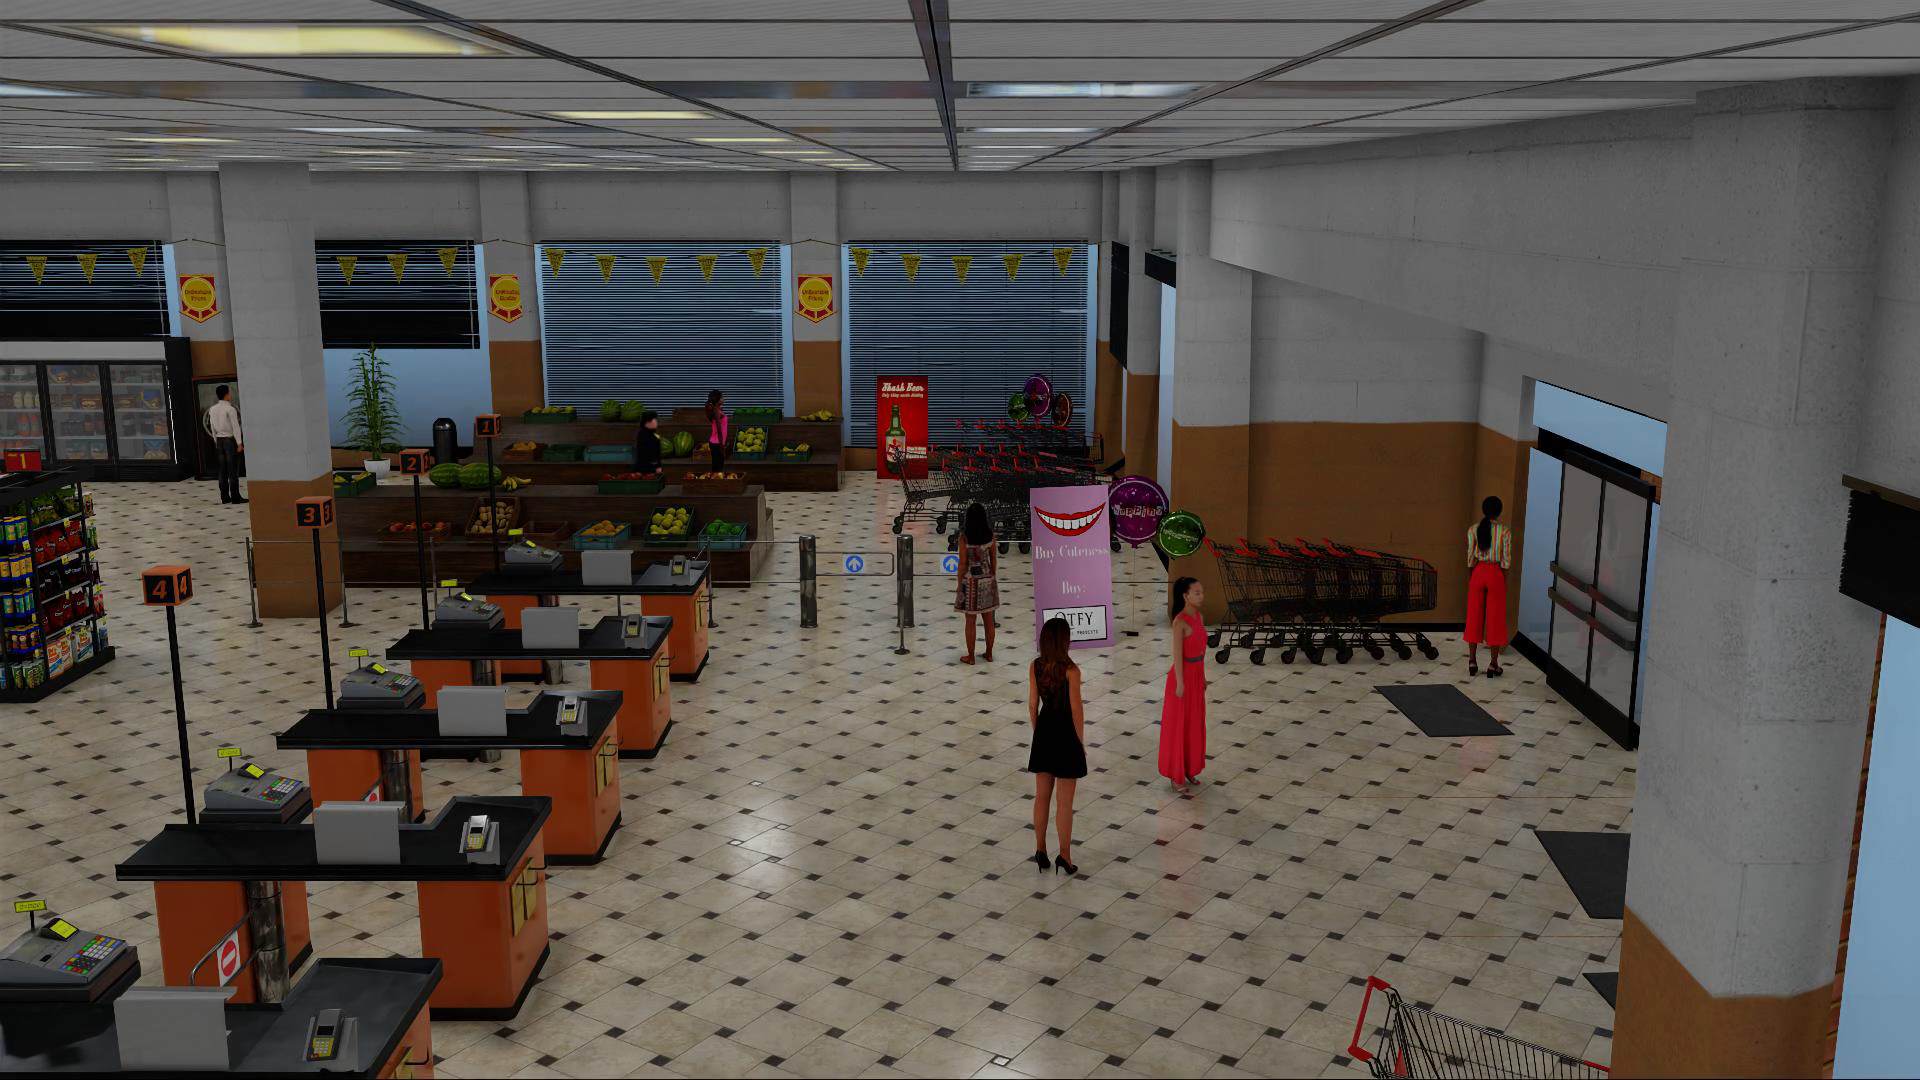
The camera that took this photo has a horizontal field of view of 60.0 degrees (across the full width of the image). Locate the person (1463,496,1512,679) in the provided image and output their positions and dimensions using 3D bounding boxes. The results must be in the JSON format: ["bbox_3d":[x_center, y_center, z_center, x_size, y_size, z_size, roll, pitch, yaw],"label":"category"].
[{"bbox_3d":[5.166,0.449,16.289,0.644,1.793,0.747,8,14,33],"label":"person"}]

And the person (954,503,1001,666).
[{"bbox_3d":[0.174,0.430,16.739,0.633,1.645,0.784,-6,13,-25],"label":"person"}]

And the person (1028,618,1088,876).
[{"bbox_3d":[0.663,1.430,11.528,0.632,1.835,0.728,8,14,33],"label":"person"}]

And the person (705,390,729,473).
[{"bbox_3d":[-3.715,-1.439,25.426,0.633,1.724,0.617,-4,12,-17],"label":"person"}]

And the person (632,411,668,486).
[{"bbox_3d":[-4.473,-0.961,23.397,1.137,1.624,0.818,2,12,10],"label":"person"}]

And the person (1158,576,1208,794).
[{"bbox_3d":[1.799,1.133,13.200,0.749,1.727,0.714,9,15,35],"label":"person"}]

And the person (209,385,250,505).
[{"bbox_3d":[-11.146,-1.456,25.291,0.638,1.812,0.792,5,13,22],"label":"person"}]
